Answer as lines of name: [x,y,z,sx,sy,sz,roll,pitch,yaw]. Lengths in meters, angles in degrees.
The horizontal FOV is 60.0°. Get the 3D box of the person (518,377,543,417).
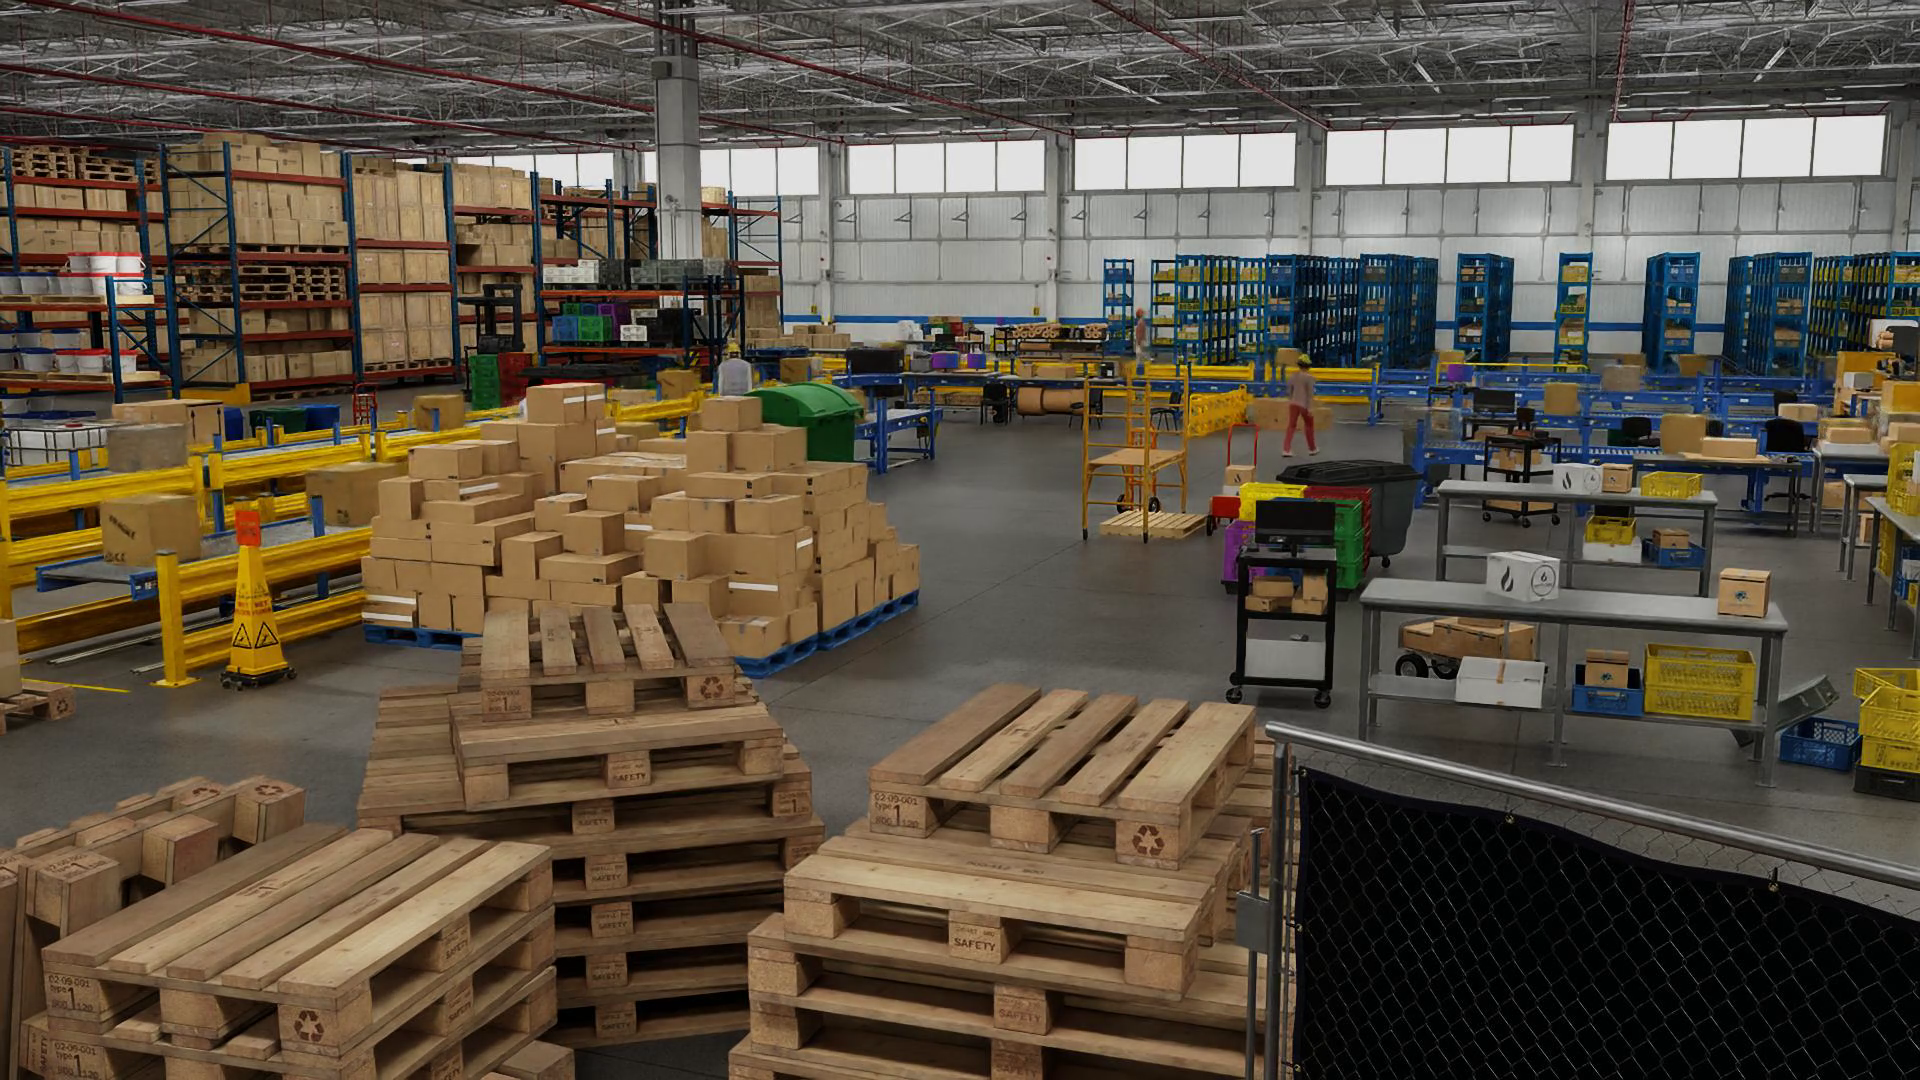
person: [-5.812,-1.392,22.656,0.539,1.660,0.851,4,10,24]

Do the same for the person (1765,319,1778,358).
person: [23.327,-5.448,47.712,0.983,1.800,0.570,5,10,29]

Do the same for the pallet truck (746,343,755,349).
pallet truck: [-6.183,-4.618,44.264,1.601,1.201,0.680,-9,12,-43]

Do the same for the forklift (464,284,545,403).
forklift: [-10.832,-4.702,39.610,1.129,2.768,1.873,3,10,20]

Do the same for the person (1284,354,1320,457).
person: [5.699,-2.239,27.775,0.540,1.714,0.904,9,12,43]

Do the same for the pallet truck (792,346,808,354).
pallet truck: [-3.705,-4.298,42.022,0.653,1.274,1.630,3,10,20]

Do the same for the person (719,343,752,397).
person: [-4.029,-2.616,29.803,0.601,1.827,0.403,-2,9,-14]

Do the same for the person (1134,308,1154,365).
person: [5.809,-6.399,53.094,0.673,1.981,0.629,0,9,3]
